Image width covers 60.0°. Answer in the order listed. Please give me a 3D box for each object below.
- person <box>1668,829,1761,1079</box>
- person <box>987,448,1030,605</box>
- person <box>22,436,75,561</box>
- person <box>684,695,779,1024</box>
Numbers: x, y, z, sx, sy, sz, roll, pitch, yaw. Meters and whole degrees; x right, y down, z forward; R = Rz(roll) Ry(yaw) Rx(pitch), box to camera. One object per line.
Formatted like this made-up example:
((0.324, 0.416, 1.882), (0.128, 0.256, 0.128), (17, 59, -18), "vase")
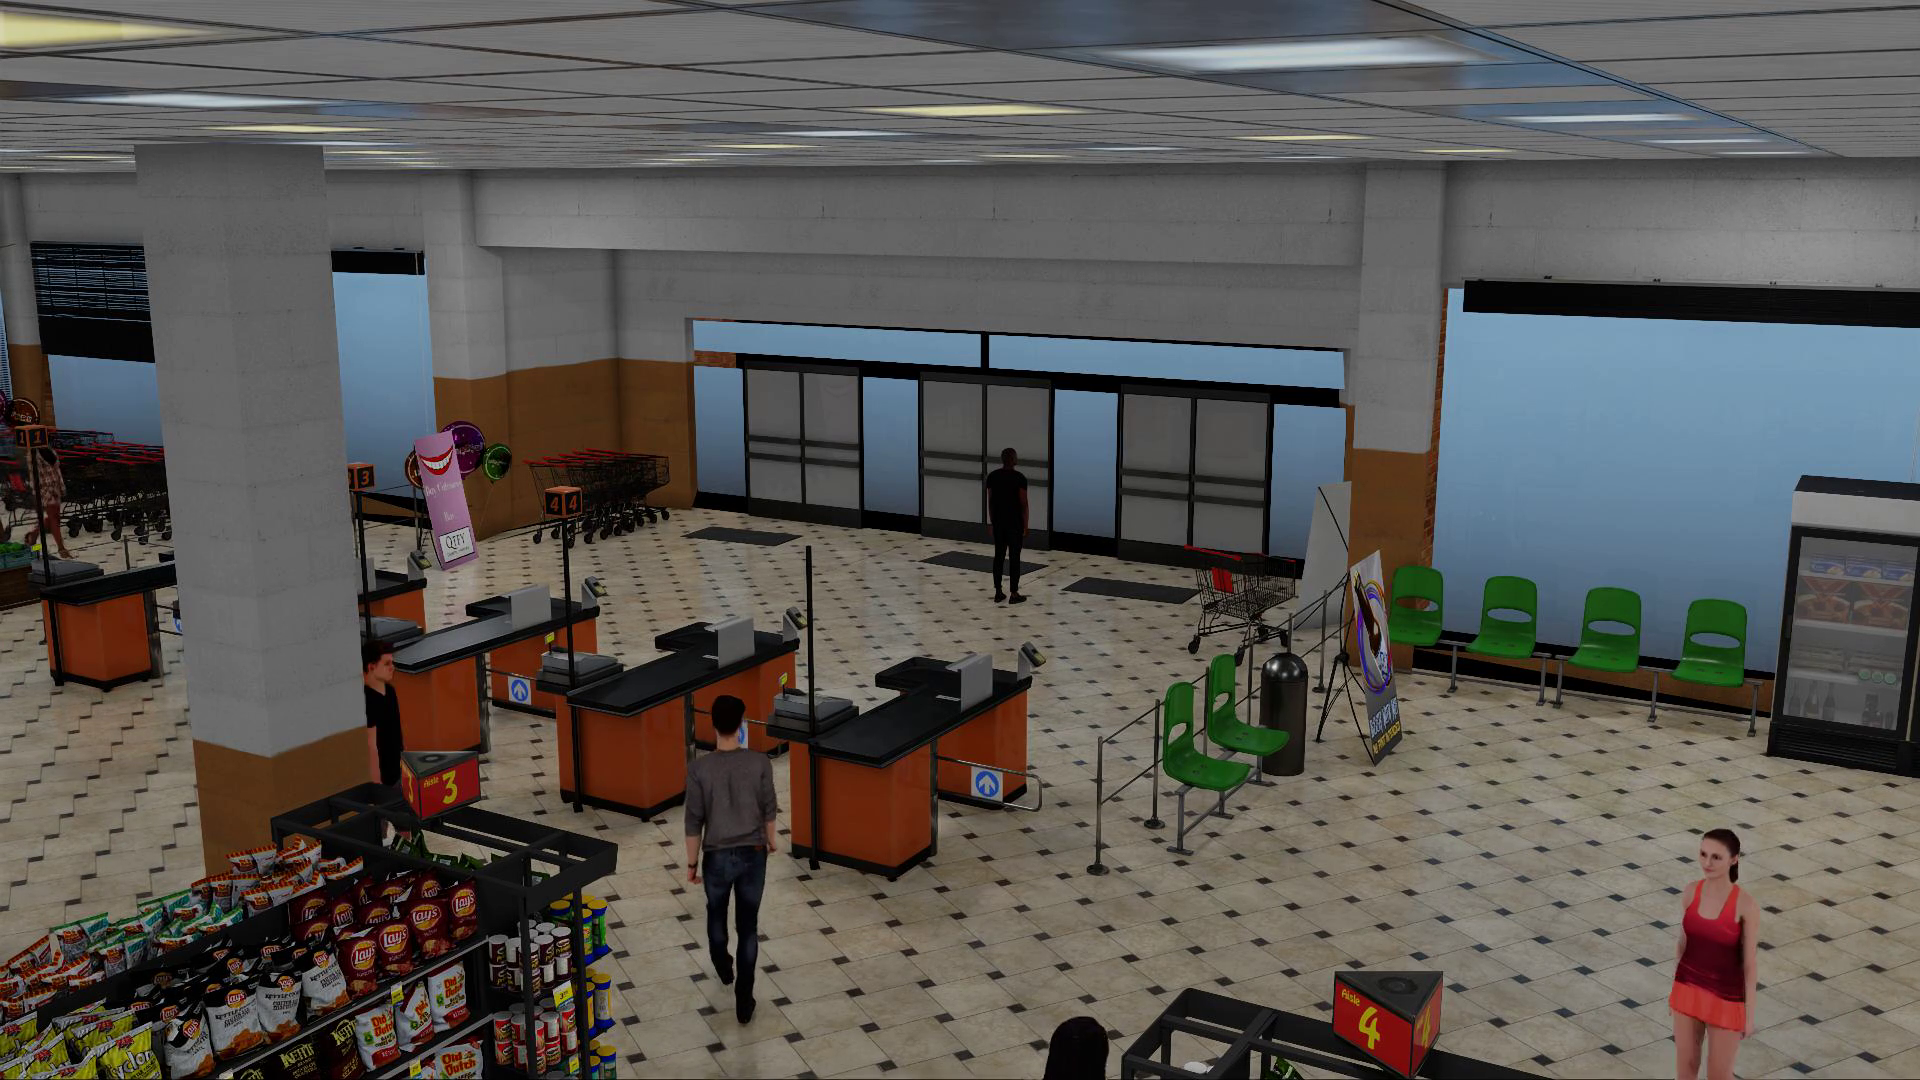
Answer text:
((3.717, 2.230, 8.138), (0.838, 1.739, 0.720), (-9, 15, -37), "person")
((0.553, -0.175, 19.368), (0.662, 1.818, 0.527), (6, 13, 28), "person")
((-11.852, -0.599, 21.500), (0.814, 1.769, 1.019), (3, 12, 16), "person")
((-1.291, 1.864, 9.543), (1.013, 1.877, 1.119), (-1, 12, -6), "person")
